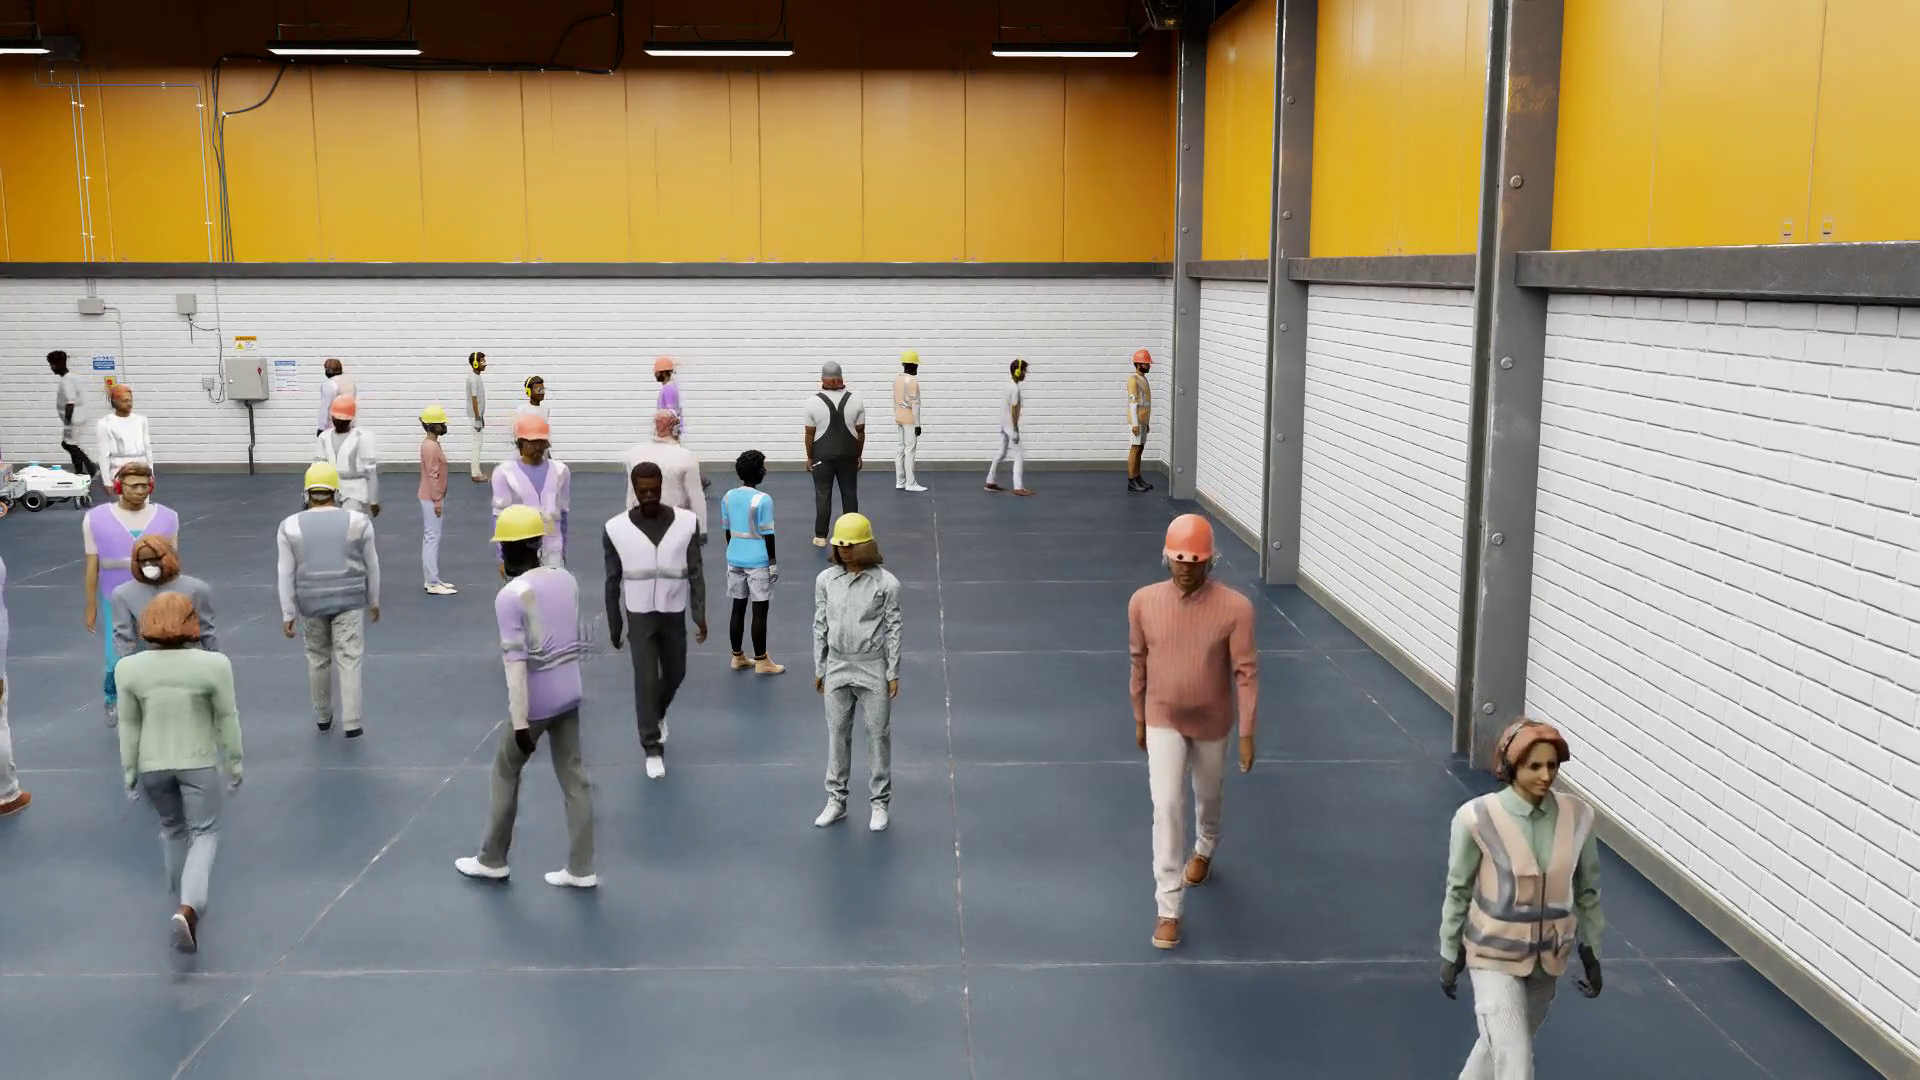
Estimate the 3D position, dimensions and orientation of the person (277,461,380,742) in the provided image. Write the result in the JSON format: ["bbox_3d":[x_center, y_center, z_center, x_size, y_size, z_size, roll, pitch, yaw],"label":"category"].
[{"bbox_3d":[-4.064,0.392,10.761,0.607,1.830,0.492,-3,10,-17],"label":"person"}]

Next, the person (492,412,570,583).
[{"bbox_3d":[-3.182,0.037,12.335,0.610,2.009,1.016,-6,11,-33],"label":"person"}]

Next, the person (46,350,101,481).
[{"bbox_3d":[-12.251,-1.659,22.932,0.513,1.928,0.690,-5,10,-26],"label":"person"}]

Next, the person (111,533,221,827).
[{"bbox_3d":[-4.342,0.760,9.108,0.513,1.599,0.764,-2,9,-12],"label":"person"}]

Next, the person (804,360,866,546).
[{"bbox_3d":[-1.393,-0.951,18.256,0.682,2.000,0.537,-3,10,-15],"label":"person"}]

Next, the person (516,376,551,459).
[{"bbox_3d":[-4.651,-0.873,18.300,0.335,1.873,0.521,4,10,26],"label":"person"}]

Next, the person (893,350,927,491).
[{"bbox_3d":[-0.699,-1.629,22.754,0.370,1.929,0.585,-5,11,-30],"label":"person"}]

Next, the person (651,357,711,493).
[{"bbox_3d":[-3.739,-1.441,21.697,0.867,1.908,0.552,-1,9,-6],"label":"person"}]

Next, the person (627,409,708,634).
[{"bbox_3d":[-2.369,-0.138,13.740,0.684,1.884,0.633,4,10,22],"label":"person"}]

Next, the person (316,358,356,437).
[{"bbox_3d":[-8.502,-1.561,22.637,0.477,1.837,0.636,2,10,13],"label":"person"}]

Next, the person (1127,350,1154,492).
[{"bbox_3d":[2.474,-1.633,22.751,0.361,1.938,0.545,4,10,22],"label":"person"}]

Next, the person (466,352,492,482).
[{"bbox_3d":[-6.868,-1.750,23.722,0.333,1.866,0.514,-2,10,-13],"label":"person"}]

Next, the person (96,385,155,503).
[{"bbox_3d":[-8.562,-0.662,17.025,0.691,1.863,0.587,4,10,22],"label":"person"}]

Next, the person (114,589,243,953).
[{"bbox_3d":[-3.493,1.031,7.433,0.509,1.608,0.698,-2,9,-10],"label":"person"}]

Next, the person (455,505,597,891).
[{"bbox_3d":[-2.145,0.769,8.154,0.863,1.887,0.584,5,10,27],"label":"person"}]

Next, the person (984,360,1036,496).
[{"bbox_3d":[0.690,-1.511,22.412,0.539,1.820,0.744,-3,10,-16],"label":"person"}]

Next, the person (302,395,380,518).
[{"bbox_3d":[-5.706,-0.375,15.161,0.648,1.887,0.896,3,10,19],"label":"person"}]

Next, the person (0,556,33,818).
[{"bbox_3d":[-5.358,0.661,8.818,0.629,1.900,0.988,-1,9,-4],"label":"person"}]

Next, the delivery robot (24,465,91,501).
[{"bbox_3d":[-11.381,-0.702,20.986,0.707,0.478,0.477,-2,9,-13],"label":"delivery robot"}]

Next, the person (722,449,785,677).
[{"bbox_3d":[-1.554,0.171,12.432,0.536,1.697,0.318,8,12,40],"label":"person"}]

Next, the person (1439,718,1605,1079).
[{"bbox_3d":[1.826,1.351,5.483,0.526,1.603,0.837,-2,10,-13],"label":"person"}]

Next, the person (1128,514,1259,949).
[{"bbox_3d":[1.096,0.812,7.796,0.619,1.941,1.066,2,10,14],"label":"person"}]

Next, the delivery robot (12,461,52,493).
[{"bbox_3d":[-11.921,-0.771,21.410,0.477,0.478,0.707,3,10,16],"label":"delivery robot"}]

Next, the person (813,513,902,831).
[{"bbox_3d":[-0.560,0.710,8.987,0.490,1.741,0.323,2,10,15],"label":"person"}]

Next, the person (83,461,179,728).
[{"bbox_3d":[-5.315,0.392,10.687,0.601,1.822,0.526,-7,12,-38],"label":"person"}]

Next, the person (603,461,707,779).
[{"bbox_3d":[-1.879,0.440,10.202,0.594,1.890,0.836,-4,10,-21],"label":"person"}]

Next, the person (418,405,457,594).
[{"bbox_3d":[-4.905,-0.378,15.580,0.327,1.769,0.525,-3,10,-19],"label":"person"}]
